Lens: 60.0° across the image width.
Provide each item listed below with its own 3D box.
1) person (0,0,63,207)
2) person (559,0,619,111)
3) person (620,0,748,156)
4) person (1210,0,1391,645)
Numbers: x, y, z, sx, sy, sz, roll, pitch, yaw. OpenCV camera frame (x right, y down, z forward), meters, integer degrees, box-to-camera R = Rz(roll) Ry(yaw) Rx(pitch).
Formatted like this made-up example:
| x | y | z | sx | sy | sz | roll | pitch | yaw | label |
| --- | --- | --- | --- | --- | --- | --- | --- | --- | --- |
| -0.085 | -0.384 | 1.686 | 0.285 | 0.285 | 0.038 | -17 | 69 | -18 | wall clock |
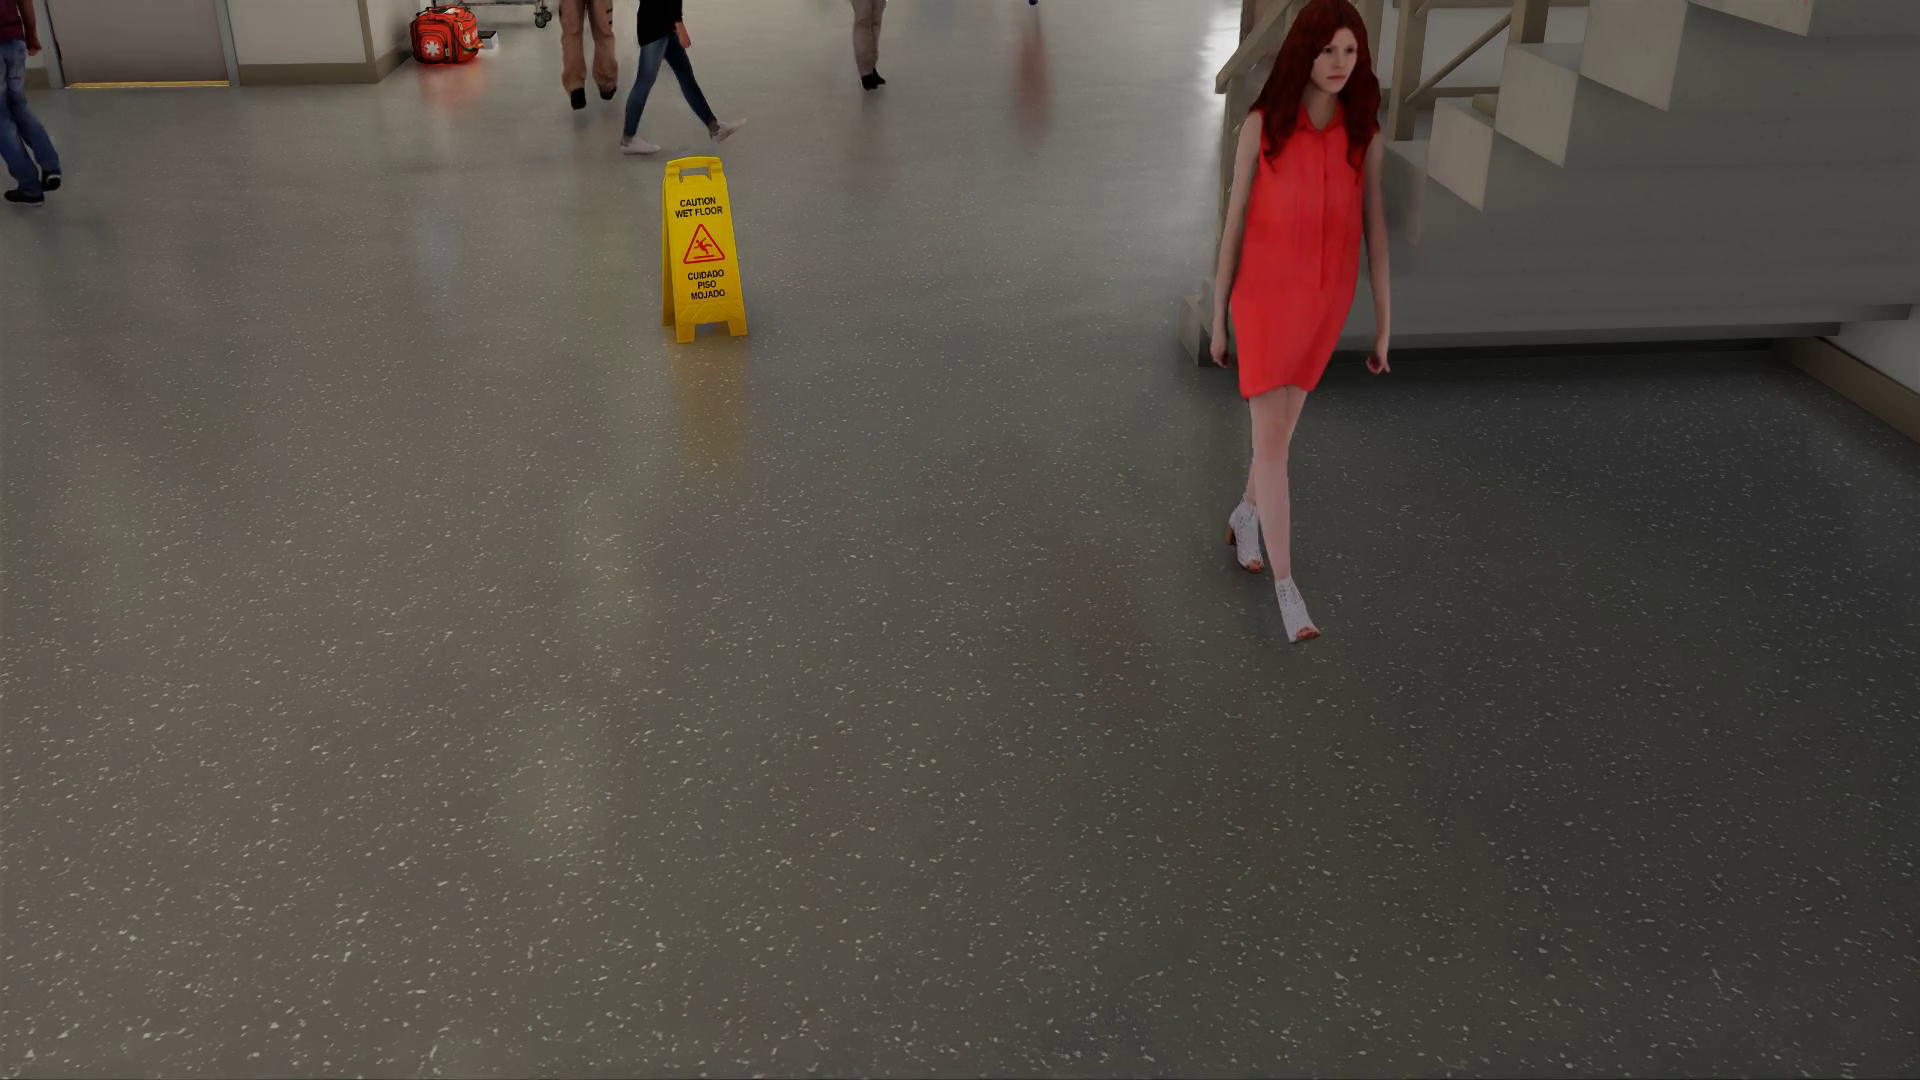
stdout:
| x | y | z | sx | sy | sz | roll | pitch | yaw | label |
| --- | --- | --- | --- | --- | --- | --- | --- | --- | --- |
| -5.313 | -2.756 | 9.211 | 0.851 | 1.829 | 0.757 | 13 | 28 | 24 | person |
| -2.672 | -3.950 | 11.700 | 0.719 | 1.816 | 1.144 | -3 | 26 | -7 | person |
| -1.949 | -3.176 | 10.339 | 0.718 | 1.605 | 1.009 | -5 | 26 | -11 | person |
| 0.939 | -0.652 | 4.896 | 0.672 | 1.786 | 1.130 | -4 | 26 | -8 | person |
